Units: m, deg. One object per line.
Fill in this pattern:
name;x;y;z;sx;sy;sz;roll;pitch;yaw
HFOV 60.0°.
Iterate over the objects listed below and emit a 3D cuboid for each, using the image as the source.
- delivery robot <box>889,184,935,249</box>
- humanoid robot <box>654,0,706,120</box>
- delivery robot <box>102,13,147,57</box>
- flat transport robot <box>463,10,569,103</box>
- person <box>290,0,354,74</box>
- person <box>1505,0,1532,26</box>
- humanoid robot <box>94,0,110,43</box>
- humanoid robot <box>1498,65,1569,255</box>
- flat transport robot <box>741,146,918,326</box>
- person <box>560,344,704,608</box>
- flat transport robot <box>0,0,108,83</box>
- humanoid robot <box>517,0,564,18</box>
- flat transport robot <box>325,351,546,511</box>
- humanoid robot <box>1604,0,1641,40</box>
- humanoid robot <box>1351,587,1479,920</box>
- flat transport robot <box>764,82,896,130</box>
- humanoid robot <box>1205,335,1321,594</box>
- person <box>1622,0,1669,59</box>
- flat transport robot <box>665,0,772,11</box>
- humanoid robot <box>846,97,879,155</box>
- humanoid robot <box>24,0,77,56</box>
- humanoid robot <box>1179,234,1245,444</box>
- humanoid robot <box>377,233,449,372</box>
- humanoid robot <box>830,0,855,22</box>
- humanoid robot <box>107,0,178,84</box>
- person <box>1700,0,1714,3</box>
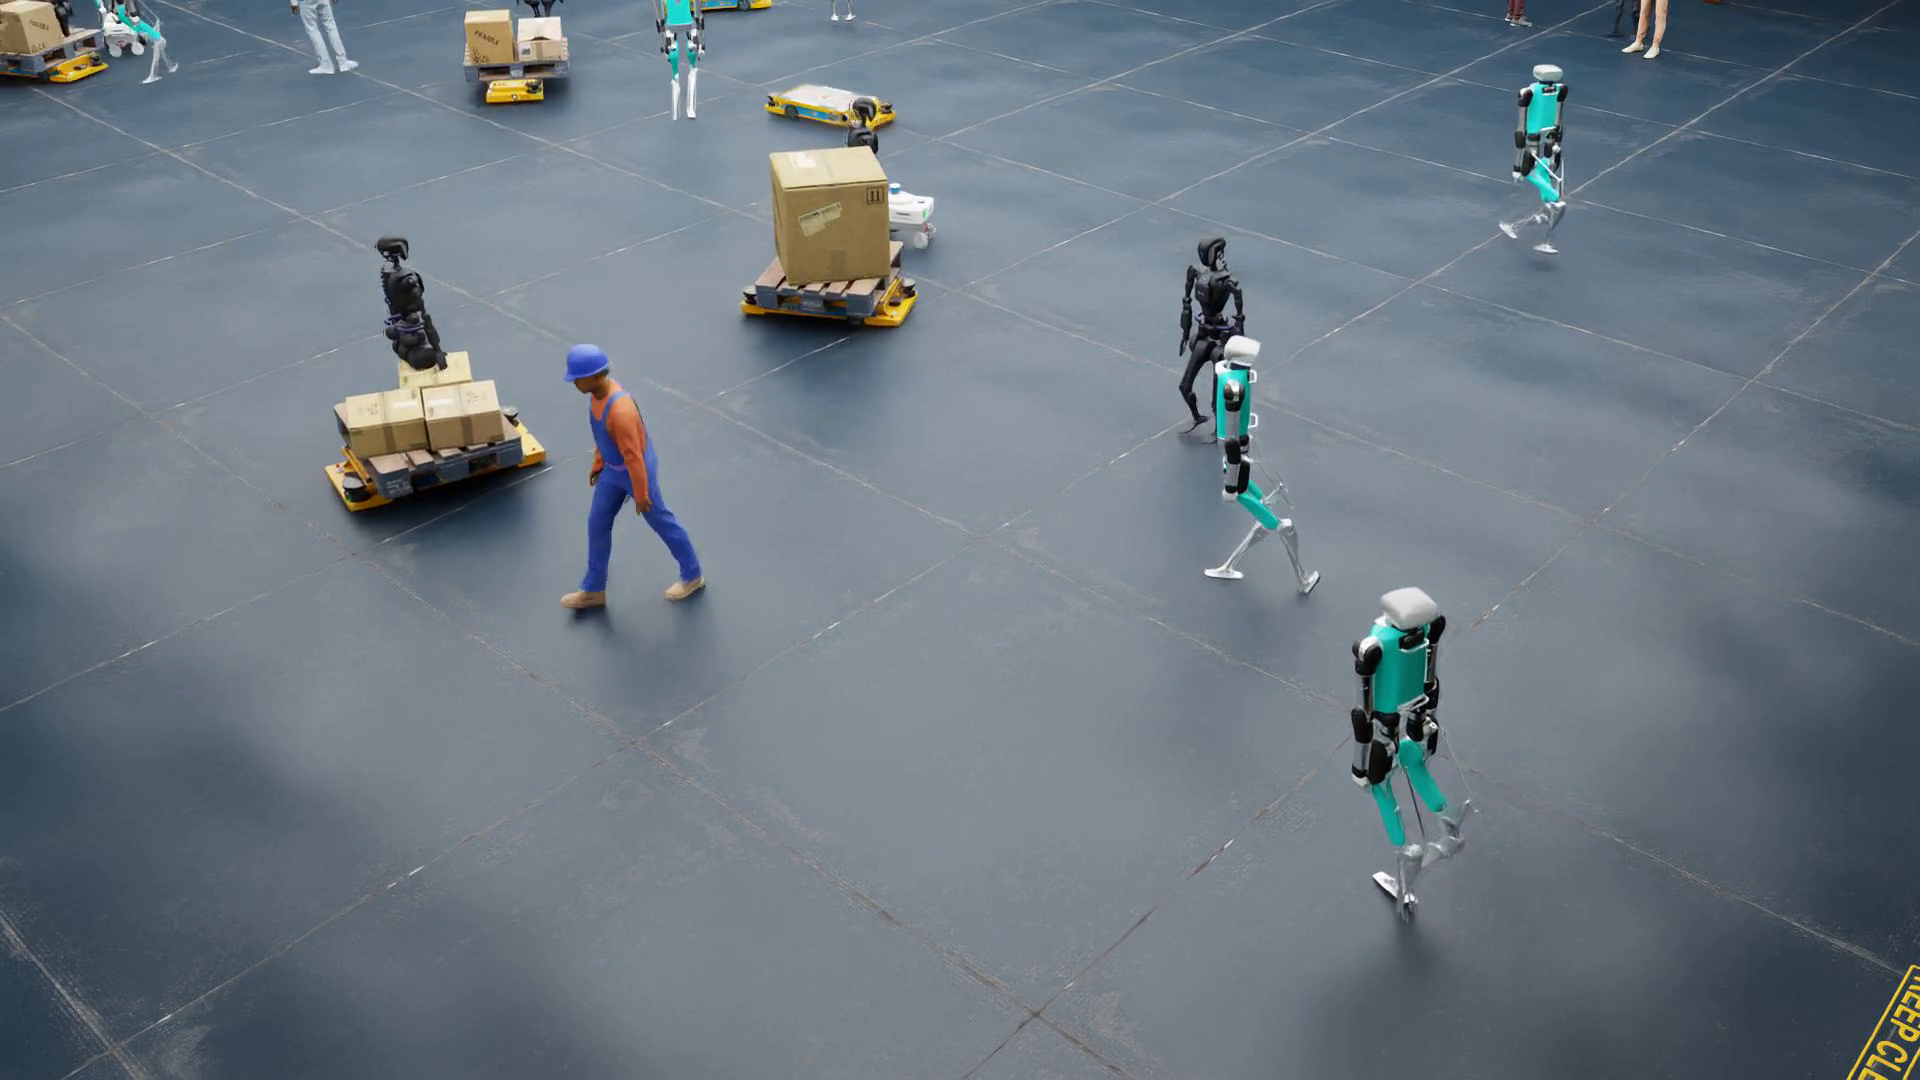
delivery robot;-0.620;-3.103;15.873;0.785;0.587;0.499;7;33;11
humanoid robot;-3.142;-5.595;18.837;0.543;1.869;0.687;-4;32;-7
delivery robot;-10.831;-6.588;21.465;0.501;0.567;0.736;-10;33;-16
flat transport robot;-5.353;-5.628;20.216;0.659;0.231;1.431;-6;32;-10
person;-7.876;-6.667;20.363;0.361;1.892;0.727;20;37;29
person;7.652;-7.849;22.338;0.381;1.806;0.550;0;32;0
humanoid robot;-11.088;-7.203;21.343;0.538;1.775;0.763;-23;38;-32
humanoid robot;5.439;-3.414;15.300;0.539;1.748;1.032;-14;35;-22
flat transport robot;-1.135;-2.148;14.613;1.431;0.231;0.659;7;32;11
person;-2.128;-0.385;10.299;1.014;1.822;0.529;-20;37;-29
flat transport robot;-11.442;-5.911;20.672;1.431;0.231;0.659;9;33;14
humanoid robot;-5.356;-7.000;21.145;0.589;1.625;0.747;-10;33;-15
flat transport robot;-3.823;-0.601;12.122;1.431;0.231;0.659;-19;36;-27
humanoid robot;8.846;-7.383;21.717;0.407;1.661;0.610;-13;34;-21
humanoid robot;2.200;1.158;8.017;0.540;1.904;0.713;-20;37;-28
flat transport robot;-1.507;-5.000;19.205;1.431;0.231;0.659;20;37;29
humanoid robot;1.999;-0.422;10.493;0.884;1.815;0.561;4;32;7
person;8.821;-7.056;20.995;0.343;1.873;0.527;-19;36;-27
flat transport robot;-3.411;-7.637;23.451;1.431;0.231;0.659;-8;33;-12
humanoid robot;-0.888;-3.157;14.904;0.429;1.643;0.602;-7;32;-11
humanoid robot;-11.153;-6.547;20.379;0.375;1.655;0.585;16;35;24
humanoid robot;1.871;-1.462;12.181;0.364;1.643;0.601;-25;40;-34
humanoid robot;-3.978;-1.463;12.164;0.599;1.650;0.351;28;41;37
humanoid robot;-1.618;-7.736;22.094;0.533;1.677;0.735;0;32;0
humanoid robot;-9.956;-6.432;20.207;0.548;1.860;0.857;21;37;30
person;10.465;-8.518;23.435;0.529;1.788;0.951;-21;38;-30
